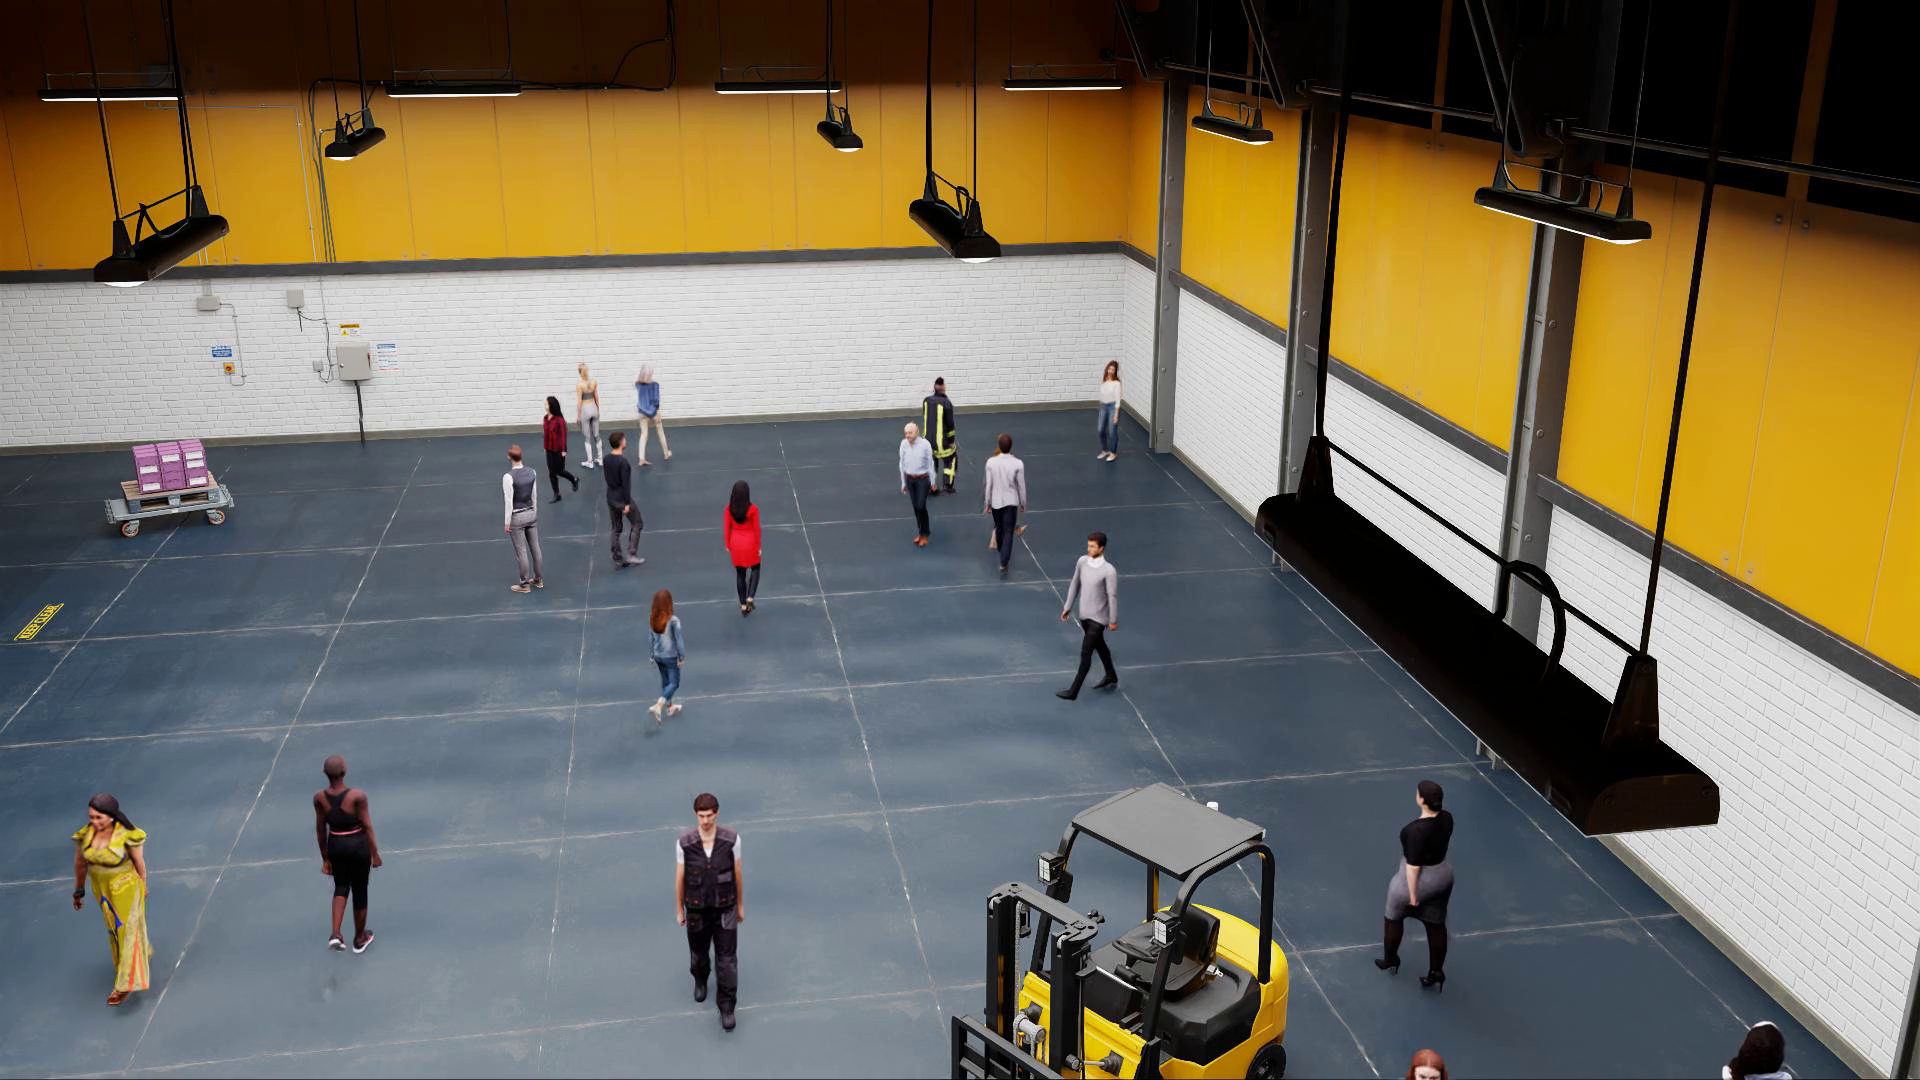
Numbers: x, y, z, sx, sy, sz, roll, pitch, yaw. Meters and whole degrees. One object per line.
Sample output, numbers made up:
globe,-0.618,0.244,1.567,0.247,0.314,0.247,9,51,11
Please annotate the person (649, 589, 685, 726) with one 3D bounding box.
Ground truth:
person,-3.140,1.252,17.569,0.844,1.461,0.949,9,20,24

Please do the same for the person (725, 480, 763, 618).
person,-2.671,0.134,20.460,0.696,1.735,0.690,2,19,7

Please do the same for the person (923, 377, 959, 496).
person,-0.375,-1.557,25.299,0.909,1.852,0.963,11,22,31

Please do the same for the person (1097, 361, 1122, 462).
person,2.467,-2.115,27.204,0.802,1.694,0.739,-15,24,-38

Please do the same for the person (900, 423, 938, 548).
person,-0.558,-0.807,23.210,0.799,1.763,0.856,6,20,18

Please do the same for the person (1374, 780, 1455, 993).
person,3.659,2.703,12.828,0.816,1.737,0.912,-10,21,-28

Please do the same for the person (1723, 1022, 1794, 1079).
person,4.654,3.663,9.856,0.816,1.815,0.854,4,19,12

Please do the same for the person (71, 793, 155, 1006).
person,-6.560,2.697,13.018,0.931,1.627,1.168,1,19,3

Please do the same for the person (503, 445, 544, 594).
person,-5.627,-0.293,21.400,0.789,1.944,0.741,14,23,36

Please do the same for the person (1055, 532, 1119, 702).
person,1.537,0.818,18.219,1.104,1.869,1.260,-11,22,-30

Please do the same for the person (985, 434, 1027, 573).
person,0.587,-0.454,22.080,0.991,1.815,1.310,3,19,10

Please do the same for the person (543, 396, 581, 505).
person,-6.040,-1.378,25.093,0.842,1.644,0.908,12,22,32

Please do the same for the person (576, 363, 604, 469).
person,-6.009,-2.029,26.931,0.668,1.705,0.642,18,25,42

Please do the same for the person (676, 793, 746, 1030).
person,-1.889,2.724,12.575,0.671,1.859,0.908,-2,19,-7

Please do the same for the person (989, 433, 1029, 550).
person,0.563,-0.635,22.998,1.094,1.572,1.127,-18,25,-42

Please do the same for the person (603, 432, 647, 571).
person,-4.600,-0.494,22.145,0.781,1.849,0.840,13,22,33

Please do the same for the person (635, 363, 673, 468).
person,-5.090,-1.991,26.897,0.954,1.654,1.156,8,20,22

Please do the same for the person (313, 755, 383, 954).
person,-4.914,2.552,13.264,0.686,1.745,0.832,1,19,2
